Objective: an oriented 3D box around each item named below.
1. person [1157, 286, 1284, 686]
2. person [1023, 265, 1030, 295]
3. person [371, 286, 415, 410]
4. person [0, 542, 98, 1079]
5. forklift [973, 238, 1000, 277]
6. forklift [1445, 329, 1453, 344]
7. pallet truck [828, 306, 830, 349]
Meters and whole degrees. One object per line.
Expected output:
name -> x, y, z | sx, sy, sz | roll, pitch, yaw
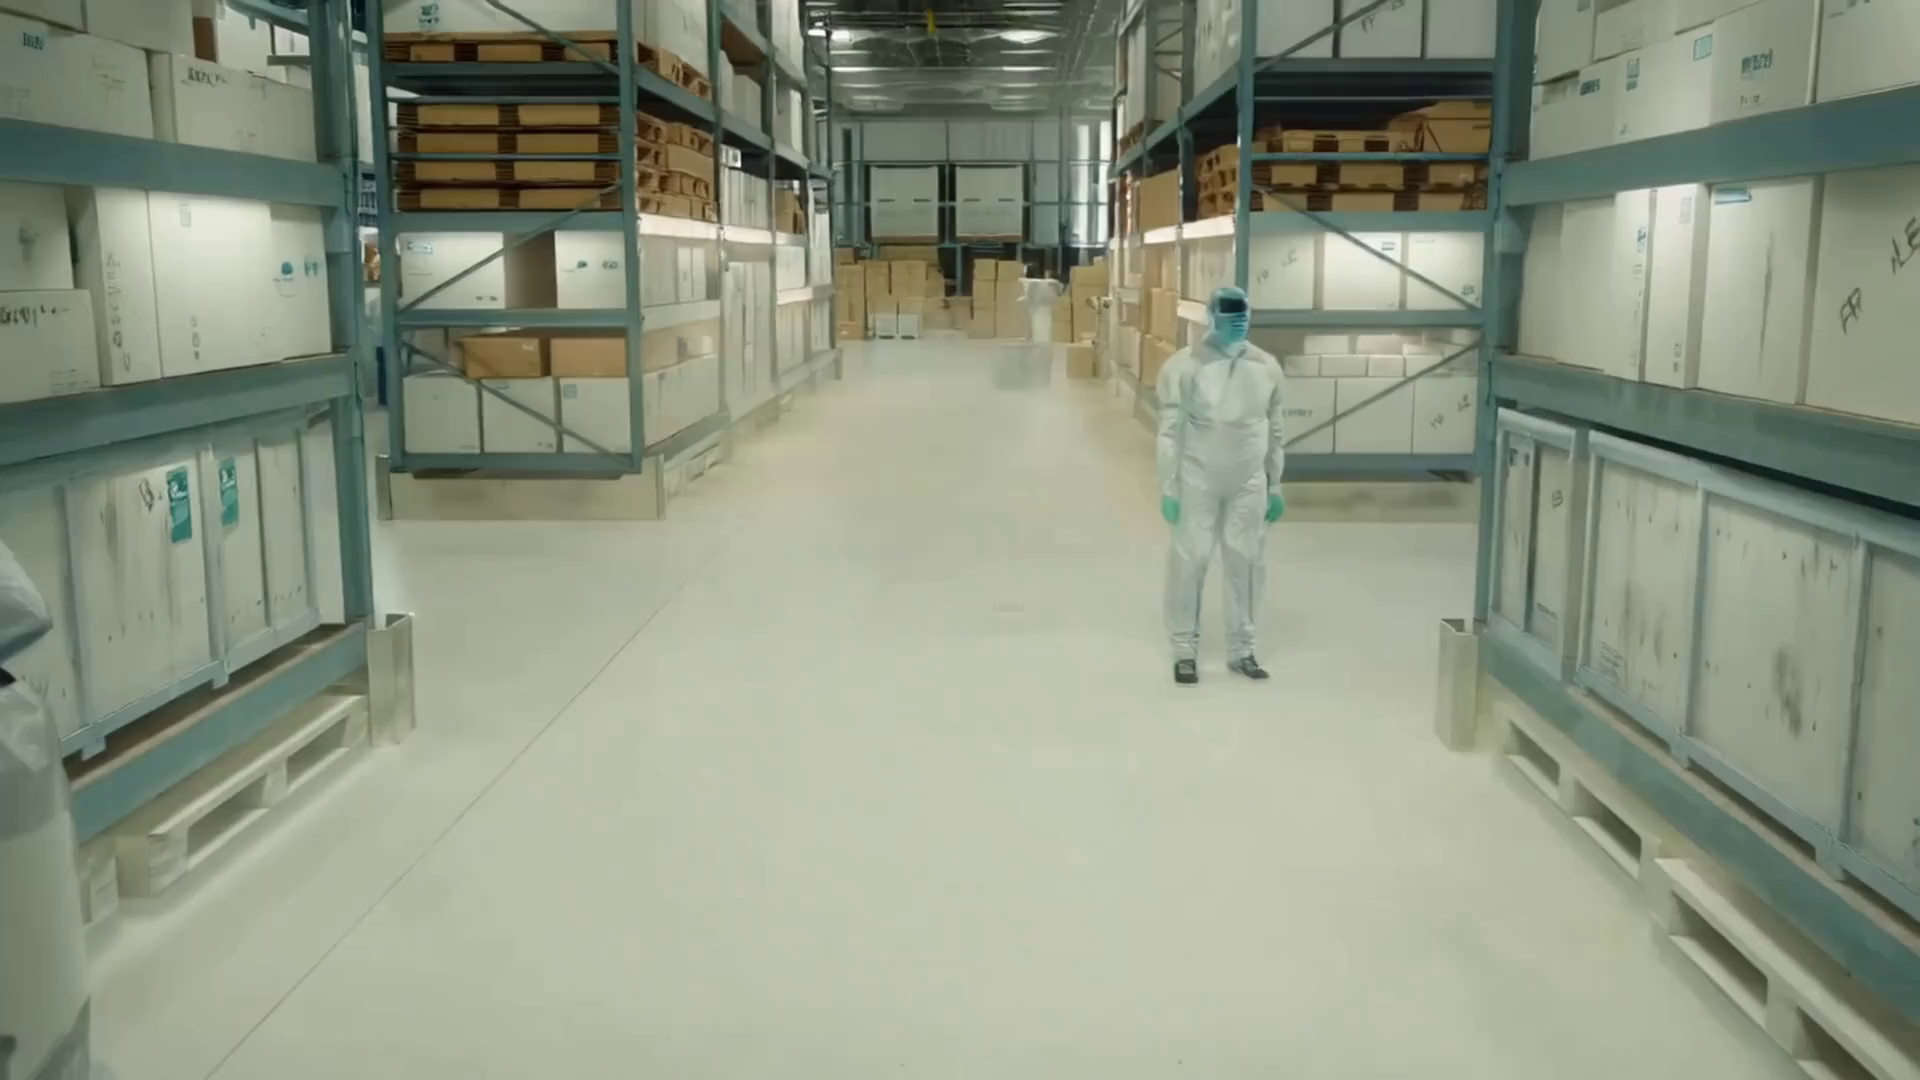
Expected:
person -> 1.265, -0.256, 7.997 | 0.642, 1.913, 0.408 | -2, 10, -13
person -> 2.346, -8.925, 59.881 | 0.377, 1.935, 0.629 | -2, 10, -10
person -> -7.840, -2.704, 23.004 | 0.638, 1.792, 0.954 | 0, 9, 1
person -> -1.562, 0.767, 2.695 | 0.501, 1.633, 0.282 | 9, 13, 42
forklift -> 0.885, -8.724, 55.817 | 1.129, 2.768, 1.873 | 0, 9, 0
forklift -> 11.273, -5.399, 35.901 | 1.129, 2.768, 1.873 | 0, 9, 1
pallet truck -> -3.100, -3.940, 29.800 | 1.885, 1.965, 0.823 | 3, 10, 19
